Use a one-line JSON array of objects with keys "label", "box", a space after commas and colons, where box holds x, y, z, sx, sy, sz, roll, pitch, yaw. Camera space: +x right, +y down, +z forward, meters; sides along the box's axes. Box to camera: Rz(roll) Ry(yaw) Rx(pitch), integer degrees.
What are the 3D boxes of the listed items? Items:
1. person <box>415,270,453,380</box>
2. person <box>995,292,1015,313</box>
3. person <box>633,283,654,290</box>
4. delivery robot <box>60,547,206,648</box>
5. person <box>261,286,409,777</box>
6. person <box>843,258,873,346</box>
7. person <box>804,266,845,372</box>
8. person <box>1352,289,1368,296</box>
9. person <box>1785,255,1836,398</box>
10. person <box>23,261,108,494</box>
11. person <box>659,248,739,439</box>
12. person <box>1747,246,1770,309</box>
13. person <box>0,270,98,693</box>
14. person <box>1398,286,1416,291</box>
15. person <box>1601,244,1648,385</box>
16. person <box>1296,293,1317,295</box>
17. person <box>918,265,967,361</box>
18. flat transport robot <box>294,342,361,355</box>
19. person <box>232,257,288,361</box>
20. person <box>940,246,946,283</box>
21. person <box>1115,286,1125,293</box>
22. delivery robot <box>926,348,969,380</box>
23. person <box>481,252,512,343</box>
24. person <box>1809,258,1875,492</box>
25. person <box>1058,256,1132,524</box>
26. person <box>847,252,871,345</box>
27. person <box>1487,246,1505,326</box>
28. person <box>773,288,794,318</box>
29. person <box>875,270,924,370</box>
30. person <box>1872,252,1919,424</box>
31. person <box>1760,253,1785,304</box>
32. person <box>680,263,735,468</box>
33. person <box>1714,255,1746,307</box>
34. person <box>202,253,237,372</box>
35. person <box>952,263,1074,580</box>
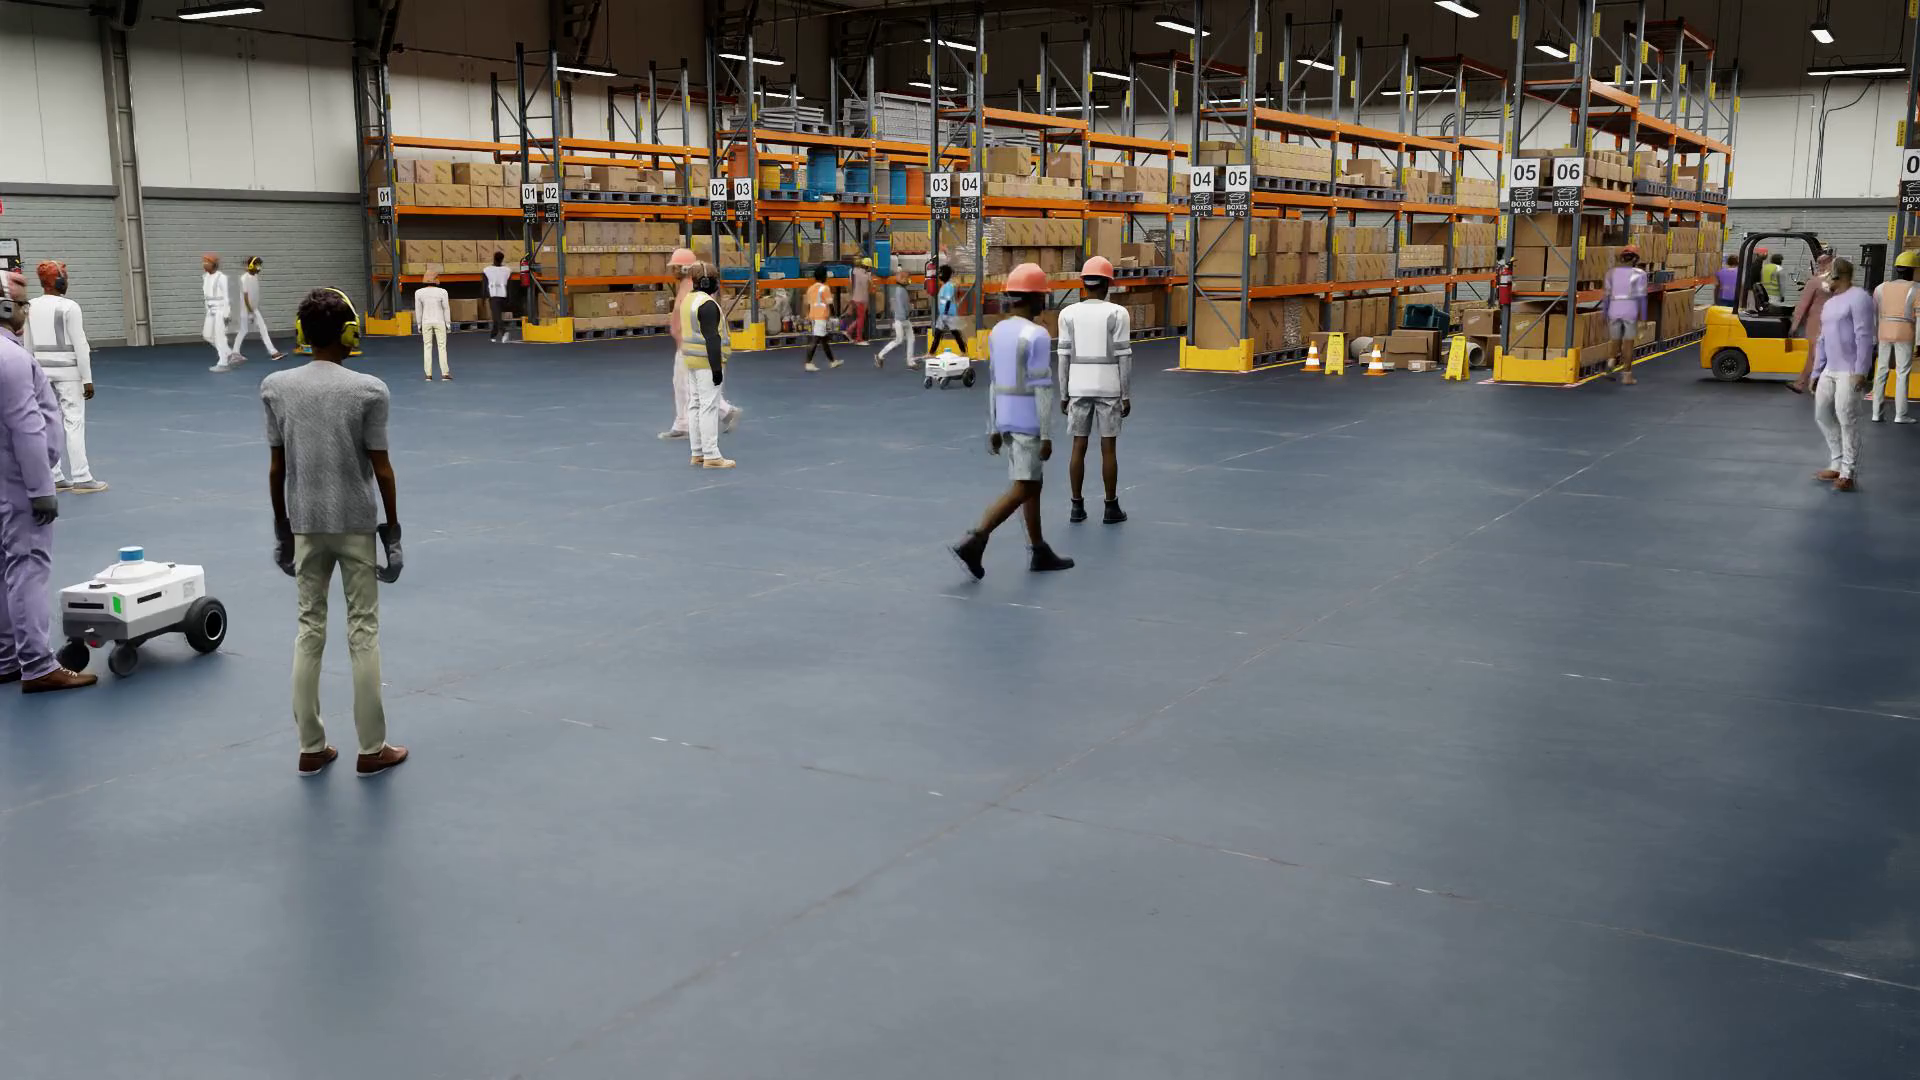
[{"label": "person", "box": [-7.777, -3.169, 24.581, 0.498, 1.634, 0.280, -1, 10, -4]}, {"label": "person", "box": [1.078, -5.724, 38.034, 0.627, 1.941, 0.371, 5, 11, 27]}, {"label": "person", "box": [-7.316, -5.737, 38.513, 0.602, 1.795, 0.894, 4, 11, 23]}, {"label": "delivery robot", "box": [-3.980, 0.277, 8.022, 0.477, 0.478, 0.707, 2, 11, 10]}, {"label": "person", "box": [-2.369, -0.020, 6.319, 0.510, 1.864, 0.312, 0, 10, 2]}, {"label": "person", "box": [-1.957, -4.688, 32.778, 0.534, 1.732, 0.549, -4, 11, -20]}, {"label": "person", "box": [-2.149, -3.501, 26.349, 0.856, 1.649, 0.545, -7, 12, -35]}, {"label": "person", "box": [8.844, -5.464, 36.916, 0.541, 1.819, 0.987, 7, 12, 33]}, {"label": "person", "box": [11.246, -2.810, 21.910, 0.666, 1.858, 0.976, -4, 11, -20]}, {"label": "person", "box": [-7.275, -1.310, 13.473, 0.574, 1.883, 0.356, 3, 10, 15]}, {"label": "person", "box": [-2.722, -2.007, 17.127, 0.741, 1.974, 0.621, -2, 10, -12]}, {"label": "person", "box": [18.328, -5.733, 38.066, 1.038, 1.937, 0.631, 6, 12, 30]}, {"label": "person", "box": [-4.270, -0.261, 7.536, 0.642, 1.906, 0.410, 8, 13, 37]}, {"label": "person", "box": [10.963, -6.145, 40.572, 1.004, 1.897, 0.627, -7, 12, -33]}, {"label": "person", "box": [9.511, -3.218, 23.803, 0.550, 2.006, 0.724, -9, 13, -41]}, {"label": "person", "box": [8.277, -6.114, 39.933, 0.681, 2.000, 0.536, 5, 11, 27]}, {"label": "person", "box": [-0.254, -3.842, 28.305, 0.861, 1.647, 0.544, -3, 10, -15]}, {"label": "flat transport robot", "box": [-11.418, -3.455, 29.996, 0.652, 0.197, 1.431, -9, 14, -42]}, {"label": "person", "box": [-12.057, -3.934, 28.421, 1.010, 1.793, 0.594, 1, 10, 8]}, {"label": "person", "box": [-0.433, -7.019, 45.297, 0.645, 1.944, 1.039, 5, 11, 28]}, {"label": "person", "box": [3.977, -5.963, 39.926, 0.493, 1.742, 0.313, 5, 11, 24]}, {"label": "delivery robot", "box": [-0.174, -2.447, 23.294, 0.477, 0.478, 0.707, 6, 12, 32]}, {"label": "person", "box": [-9.439, -4.958, 33.998, 0.626, 1.859, 0.950, -7, 12, -34]}, {"label": "person", "box": [7.308, -1.359, 13.727, 0.383, 1.899, 0.718, 0, 10, 0]}, {"label": "person", "box": [0.982, -1.078, 12.045, 0.543, 1.928, 0.373, 3, 11, 19]}, {"label": "person", "box": [-2.000, -4.811, 33.182, 0.505, 1.846, 0.347, 6, 12, 32]}, {"label": "person", "box": [13.069, -6.182, 40.587, 0.658, 1.936, 0.638, 5, 11, 27]}, {"label": "person", "box": [-3.782, -5.108, 35.450, 0.522, 1.621, 0.623, 4, 11, 22]}, {"label": "person", "box": [-0.972, -3.509, 26.547, 0.704, 1.608, 0.502, 3, 10, 15]}, {"label": "person", "box": [10.559, -2.272, 18.731, 0.388, 1.927, 0.589, -7, 12, -35]}, {"label": "person", "box": [18.026, -5.473, 37.061, 0.885, 1.814, 0.649, -2, 10, -10]}, {"label": "person", "box": [-2.286, -1.569, 15.037, 0.429, 1.844, 0.626, -6, 12, -29]}, {"label": "person", "box": [15.269, -4.756, 33.020, 0.583, 1.801, 0.960, 6, 12, 31]}, {"label": "person", "box": [-11.743, -3.596, 26.304, 0.593, 1.869, 0.448, 8, 13, 36]}, {"label": "person", "box": [0.321, -0.707, 10.029, 0.866, 1.913, 0.552, -6, 12, -31]}]
